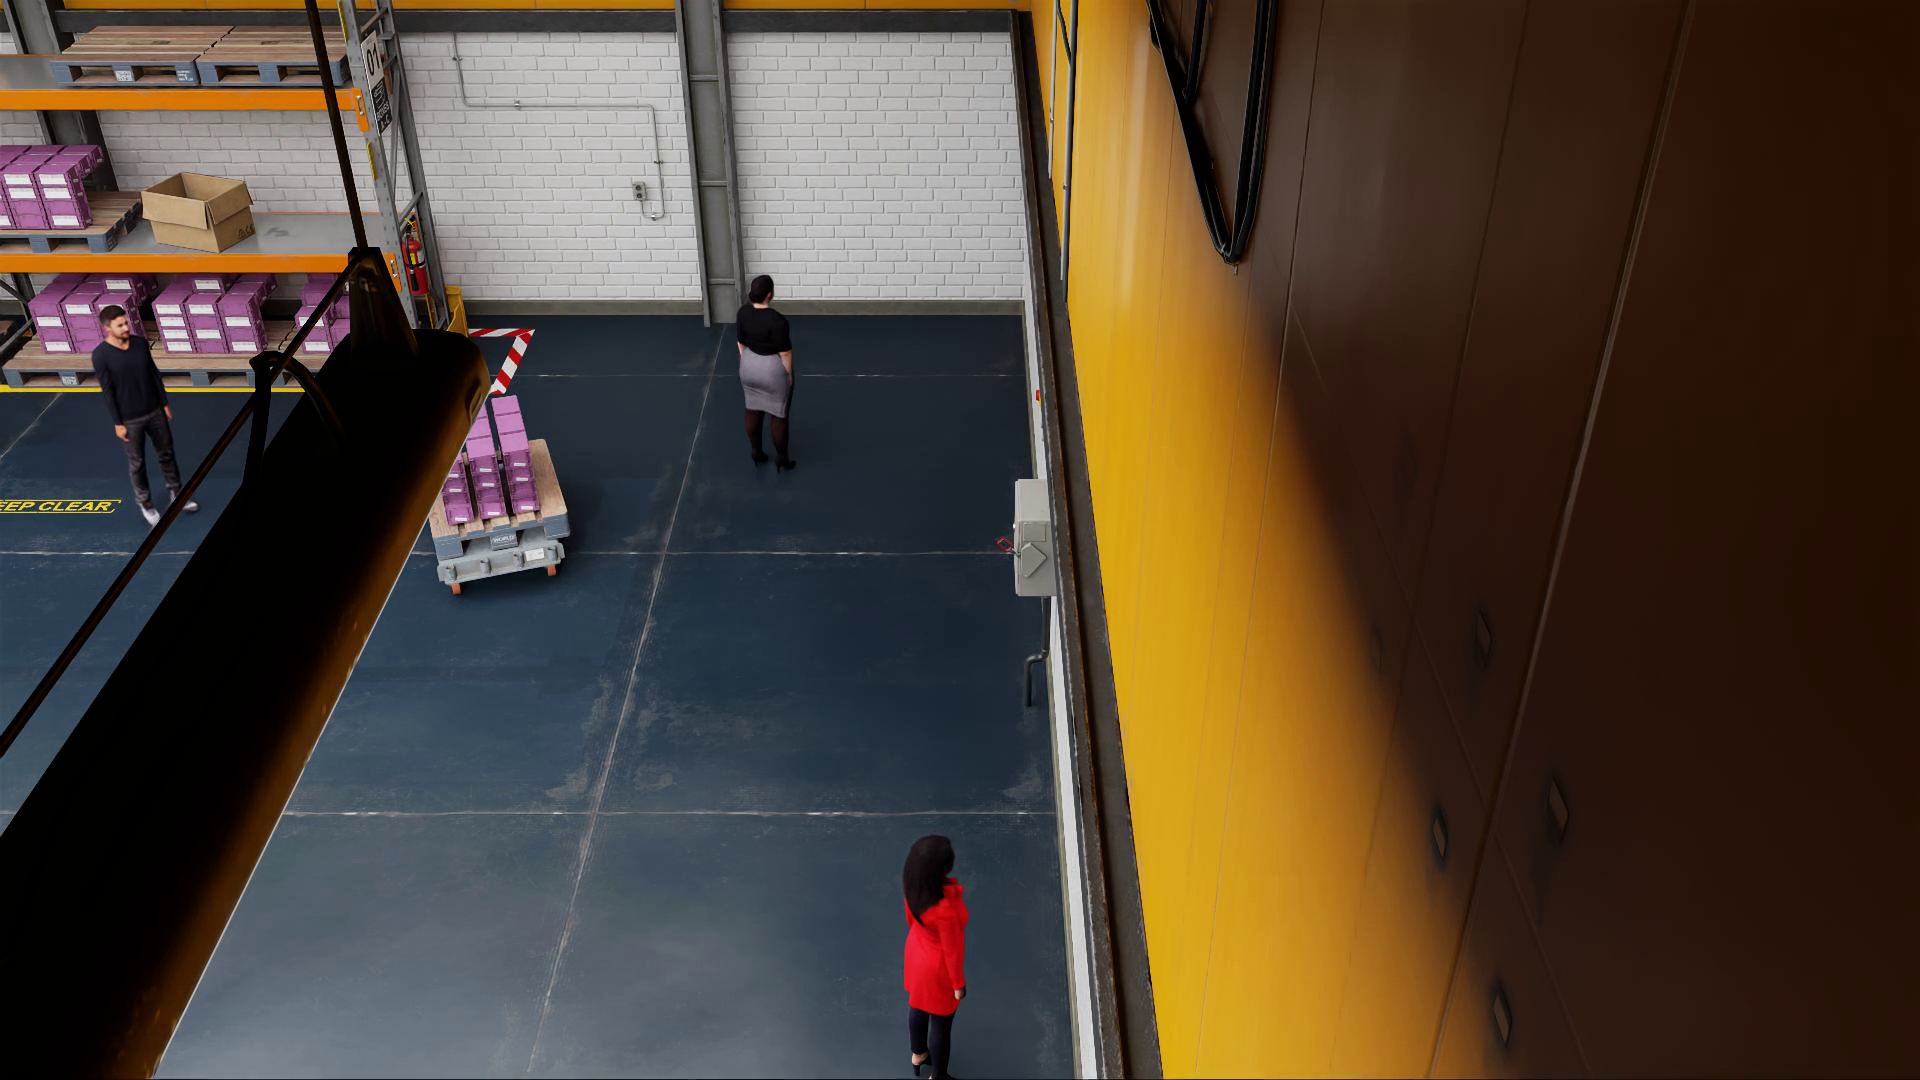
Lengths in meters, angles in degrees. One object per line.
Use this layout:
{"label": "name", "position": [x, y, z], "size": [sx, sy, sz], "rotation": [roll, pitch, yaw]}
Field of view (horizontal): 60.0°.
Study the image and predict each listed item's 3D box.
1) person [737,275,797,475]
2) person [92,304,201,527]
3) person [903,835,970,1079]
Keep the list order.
{"label": "person", "position": [-1.621, -1.386, 13.880], "size": [0.731, 1.758, 0.837], "rotation": [17, 37, 24]}
{"label": "person", "position": [-6.529, -1.012, 13.221], "size": [0.752, 1.864, 0.722], "rotation": [22, 40, 30]}
{"label": "person", "position": [-0.129, 2.173, 8.536], "size": [0.765, 1.748, 0.733], "rotation": [-18, 38, -25]}
